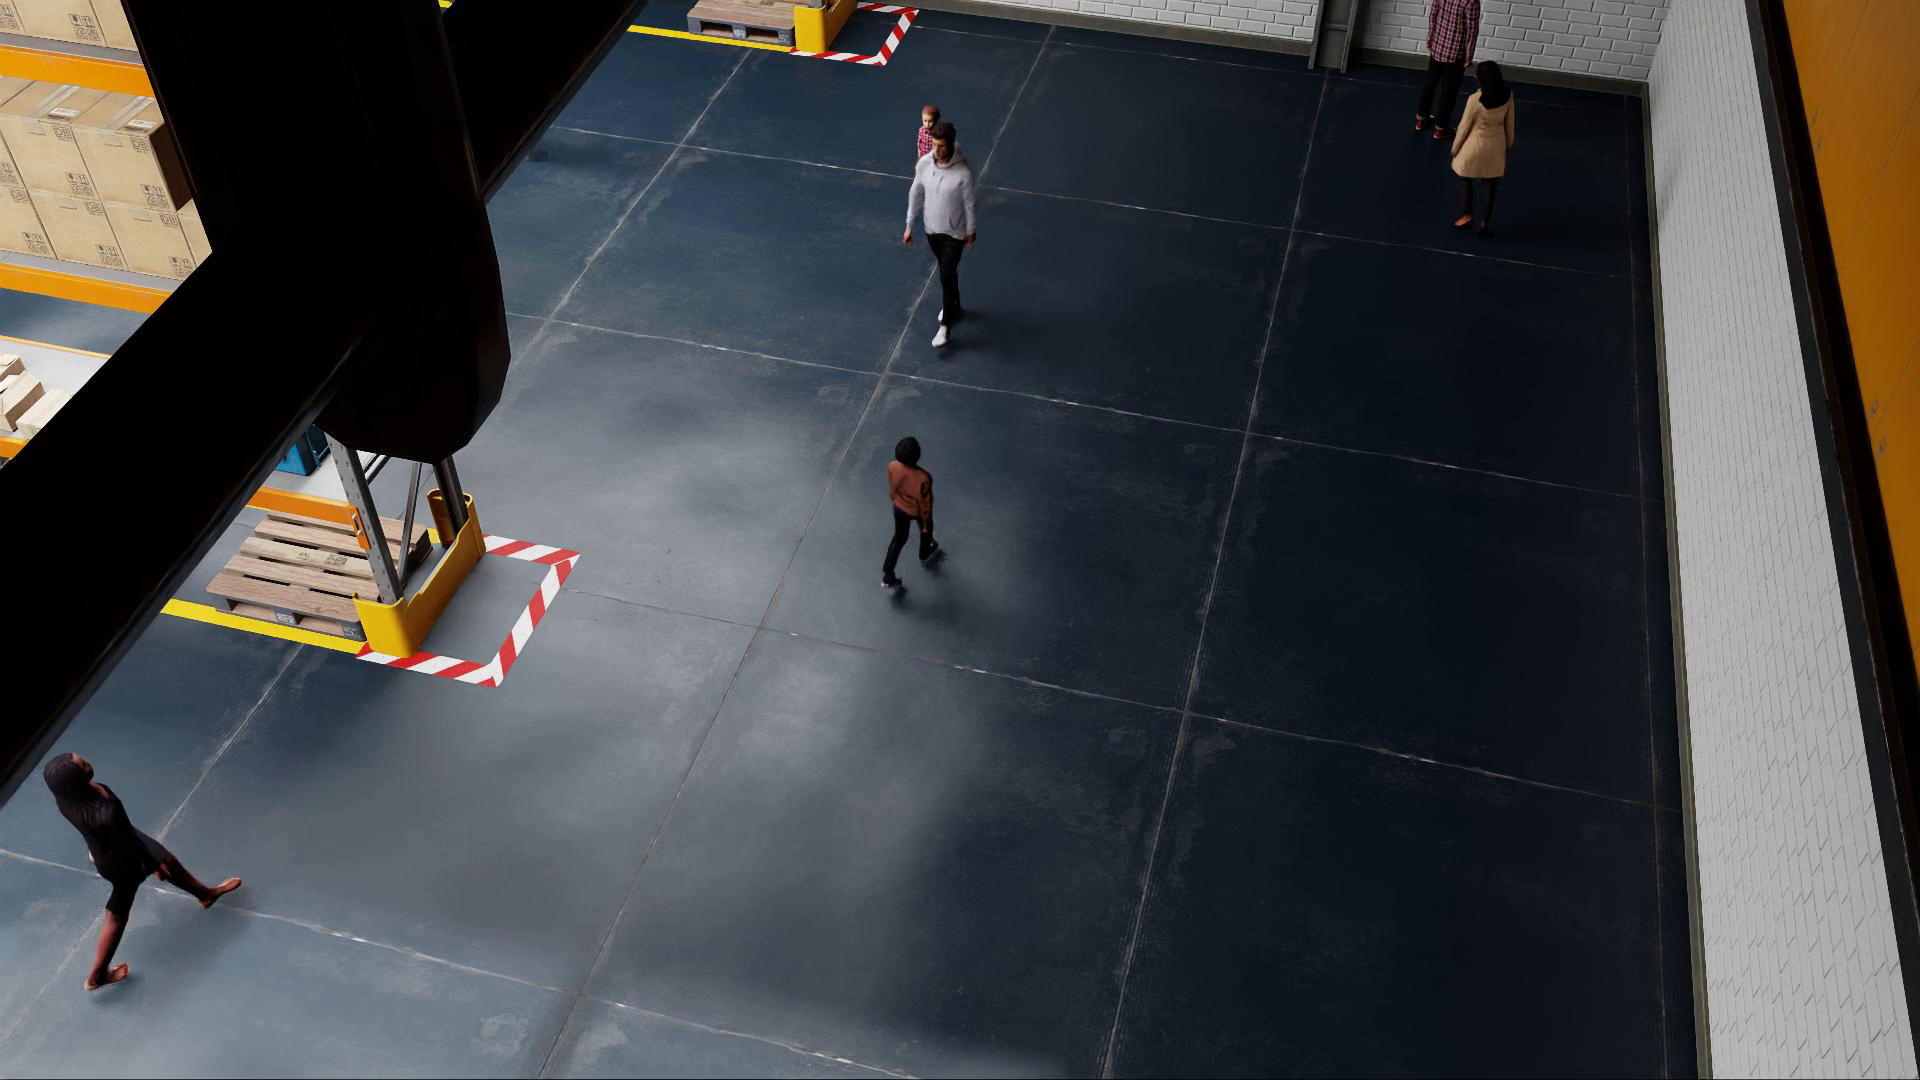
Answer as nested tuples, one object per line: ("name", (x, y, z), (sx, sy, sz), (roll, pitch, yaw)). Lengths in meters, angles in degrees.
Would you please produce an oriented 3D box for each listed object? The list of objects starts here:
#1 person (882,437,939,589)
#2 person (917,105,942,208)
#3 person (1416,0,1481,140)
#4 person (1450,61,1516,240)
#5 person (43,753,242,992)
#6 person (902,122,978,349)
("person", (-0.379, -0.185, 11.574), (0.885, 1.234, 0.725), (21, 47, 20))
("person", (-0.242, -3.515, 15.226), (0.369, 1.019, 0.483), (9, 44, 10))
("person", (4.700, -4.716, 15.949), (0.850, 1.760, 0.747), (-30, 51, -28))
("person", (4.639, -3.431, 14.681), (0.761, 1.648, 0.883), (0, 44, 0))
("person", (-4.684, 1.823, 9.150), (1.245, 1.671, 1.053), (29, 51, 27))
("person", (-0.075, -2.611, 13.636), (0.977, 1.903, 0.903), (21, 47, 21))
